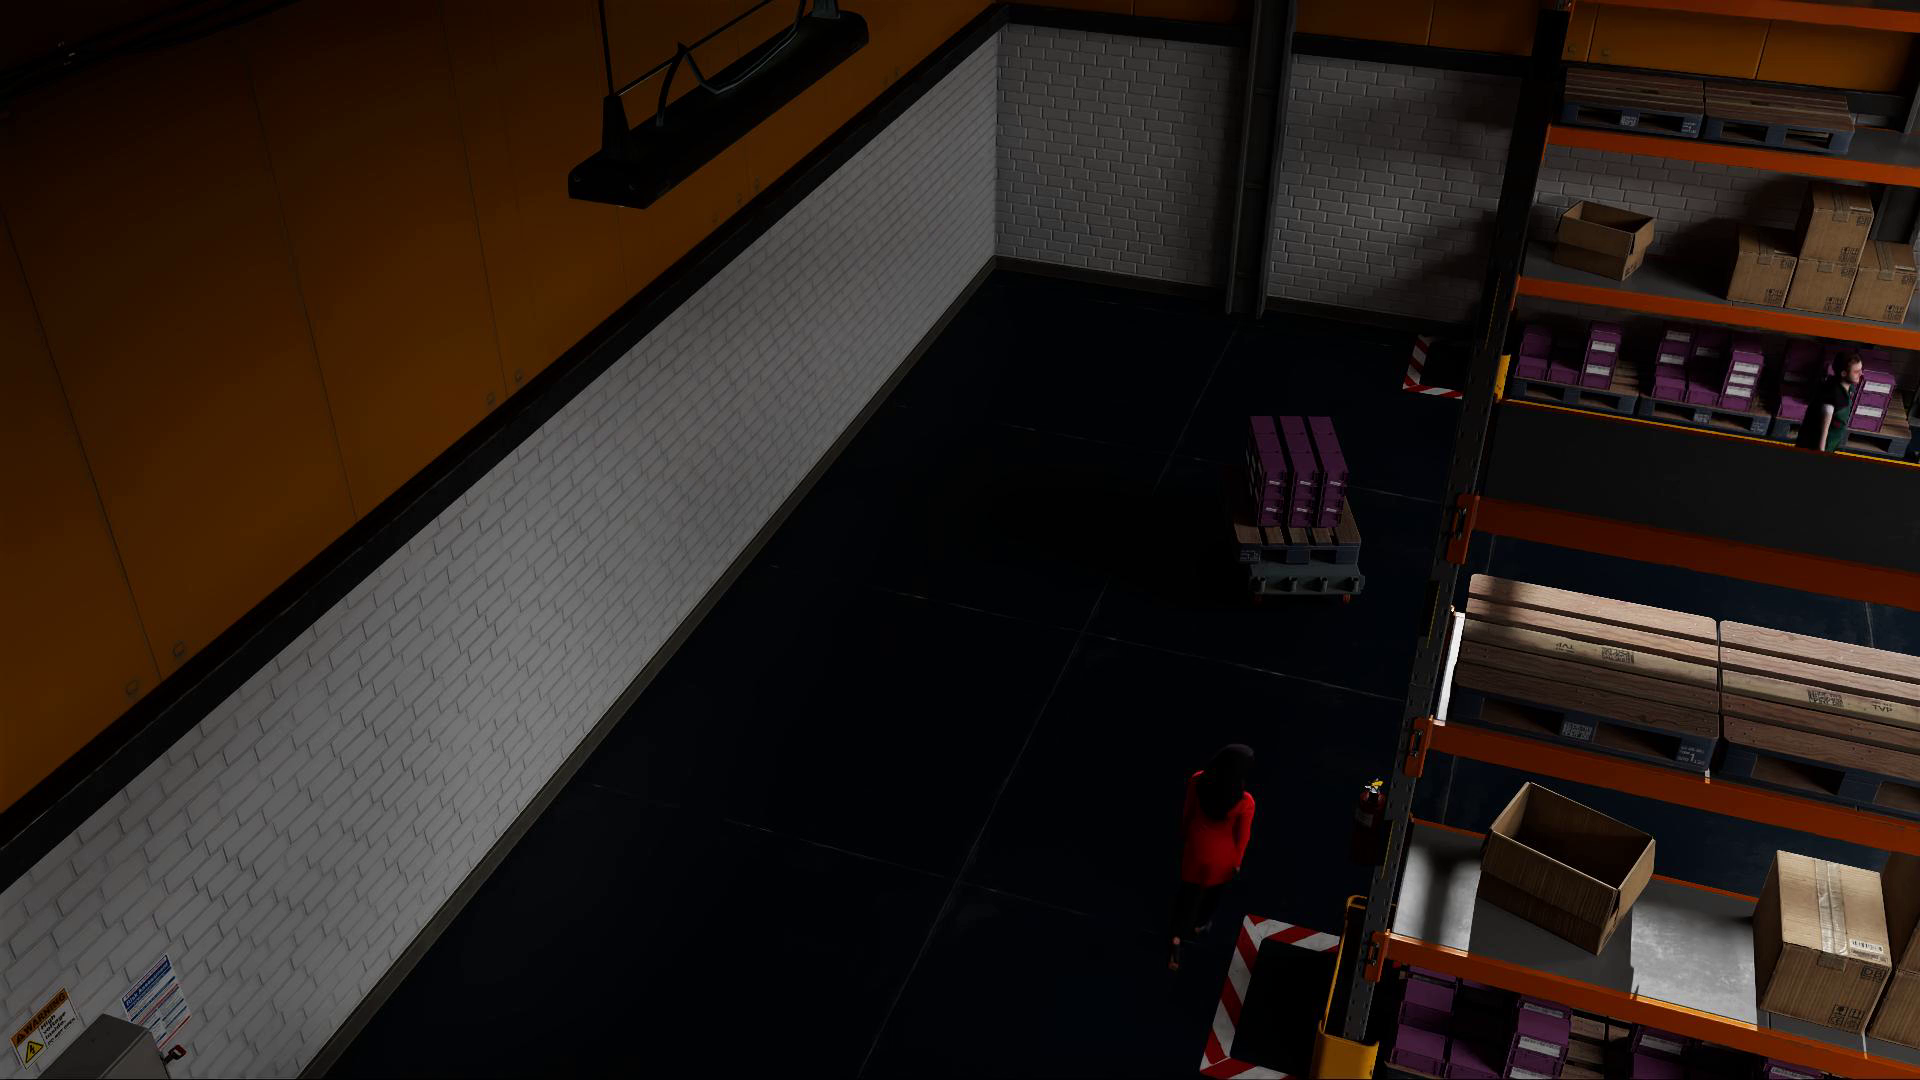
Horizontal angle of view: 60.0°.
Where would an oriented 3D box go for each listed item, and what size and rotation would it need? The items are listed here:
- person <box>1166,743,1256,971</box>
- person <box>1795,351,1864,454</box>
[{"bbox_3d":[1.500,1.952,10.089,0.899,1.720,0.789,17,37,24],"label":"person"},{"bbox_3d":[7.209,-0.804,14.132,0.727,1.834,0.721,22,39,29],"label":"person"}]
